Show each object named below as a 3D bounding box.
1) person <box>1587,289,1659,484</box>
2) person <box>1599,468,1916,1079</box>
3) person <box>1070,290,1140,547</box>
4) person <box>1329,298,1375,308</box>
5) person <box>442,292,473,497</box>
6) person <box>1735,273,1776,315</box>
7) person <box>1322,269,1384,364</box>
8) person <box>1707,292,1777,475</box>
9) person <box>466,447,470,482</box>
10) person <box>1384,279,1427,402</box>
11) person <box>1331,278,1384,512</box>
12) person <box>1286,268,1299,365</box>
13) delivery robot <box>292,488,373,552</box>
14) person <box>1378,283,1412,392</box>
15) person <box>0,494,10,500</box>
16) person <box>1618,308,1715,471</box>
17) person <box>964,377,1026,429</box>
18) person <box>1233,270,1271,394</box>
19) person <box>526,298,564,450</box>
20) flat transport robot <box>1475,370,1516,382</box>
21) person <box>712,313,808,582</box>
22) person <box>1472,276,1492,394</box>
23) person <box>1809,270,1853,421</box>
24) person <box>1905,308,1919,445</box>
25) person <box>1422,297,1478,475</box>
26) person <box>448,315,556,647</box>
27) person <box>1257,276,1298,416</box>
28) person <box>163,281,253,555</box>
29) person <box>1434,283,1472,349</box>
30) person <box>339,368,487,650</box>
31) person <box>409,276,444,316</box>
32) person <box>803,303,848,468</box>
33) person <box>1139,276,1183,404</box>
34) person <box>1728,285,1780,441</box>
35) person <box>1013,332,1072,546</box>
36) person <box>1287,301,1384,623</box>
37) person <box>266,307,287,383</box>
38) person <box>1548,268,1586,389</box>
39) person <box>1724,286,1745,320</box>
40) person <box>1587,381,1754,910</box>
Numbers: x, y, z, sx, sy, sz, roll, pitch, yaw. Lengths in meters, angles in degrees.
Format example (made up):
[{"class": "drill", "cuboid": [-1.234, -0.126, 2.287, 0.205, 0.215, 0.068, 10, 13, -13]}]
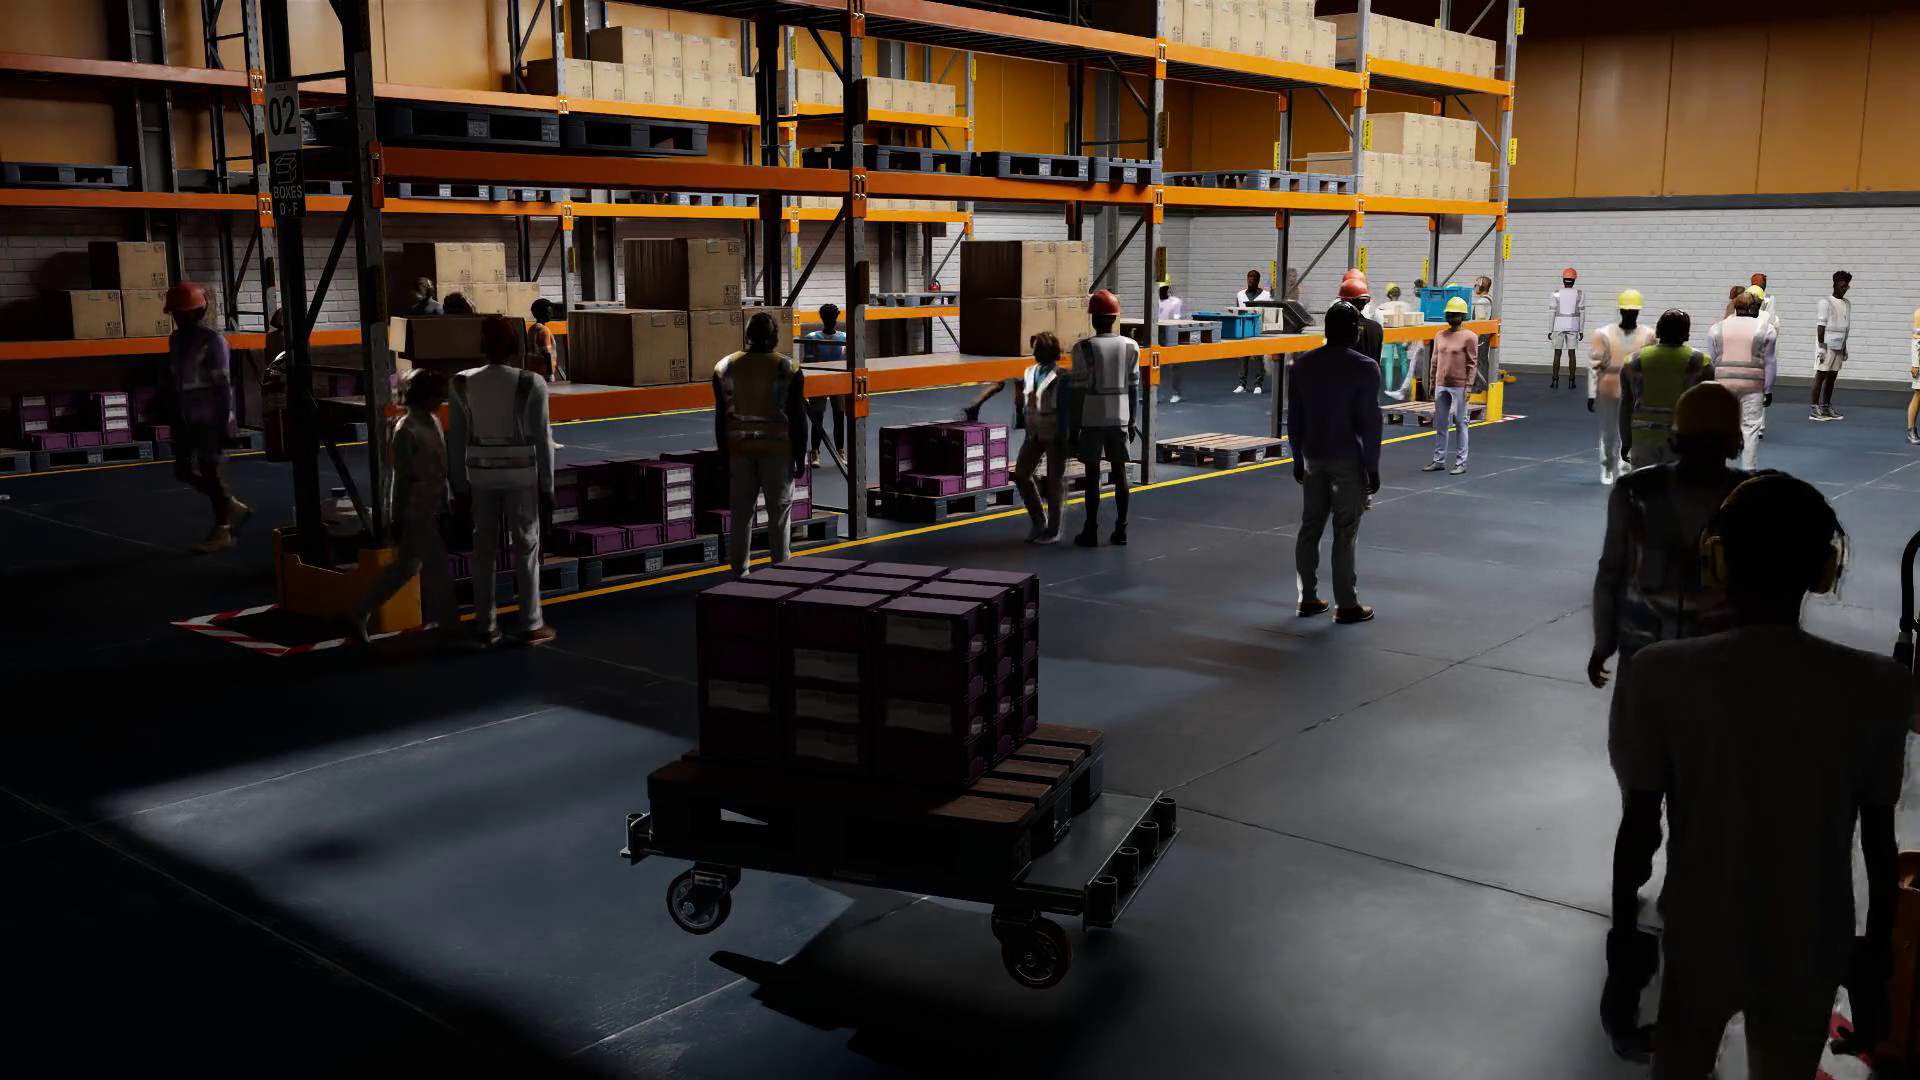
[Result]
[{"class": "person", "cuboid": [6.197, -1.406, 15.580, 0.592, 1.886, 0.970, 3, 11, 19]}, {"class": "person", "cuboid": [1.485, 0.798, 3.121, 0.512, 1.849, 0.437, 3, 10, 18]}, {"class": "person", "cuboid": [1.083, -0.911, 12.578, 0.544, 1.943, 0.347, -3, 10, -16]}, {"class": "person", "cuboid": [5.149, -2.550, 22.139, 0.668, 1.857, 0.984, 7, 12, 34]}, {"class": "person", "cuboid": [-3.923, -0.999, 13.182, 0.640, 1.910, 0.438, 1, 10, 6]}, {"class": "person", "cuboid": [11.734, -2.990, 24.581, 0.580, 1.881, 0.337, 9, 13, 41]}, {"class": "person", "cuboid": [3.931, -1.697, 16.753, 0.608, 2.048, 0.368, 6, 11, 29]}, {"class": "person", "cuboid": [7.454, -1.441, 15.891, 0.625, 1.839, 0.430, 8, 13, 40]}, {"class": "person", "cuboid": [-4.440, -1.070, 14.357, 0.500, 1.633, 0.279, 0, 10, 2]}, {"class": "person", "cuboid": [6.680, -2.867, 24.084, 0.952, 1.811, 0.504, 3, 11, 19]}, {"class": "person", "cuboid": [3.344, -1.225, 14.210, 0.608, 1.996, 0.382, -7, 12, -37]}, {"class": "person", "cuboid": [6.236, -4.285, 31.943, 0.682, 1.876, 0.543, -8, 13, -38]}, {"class": "delivery robot", "cuboid": [-4.392, -0.127, 11.791, 0.707, 0.478, 0.477, 6, 12, 32]}, {"class": "person", "cuboid": [6.745, -3.116, 25.796, 0.548, 1.705, 0.801, 3, 10, 16]}, {"class": "person", "cuboid": [-8.810, -1.228, 14.393, 0.630, 1.964, 0.930, 8, 13, 39]}, {"class": "person", "cuboid": [4.878, -0.673, 11.506, 0.625, 1.844, 0.429, 7, 12, 33]}, {"class": "person", "cuboid": [0.526, -2.296, 20.604, 0.869, 1.901, 0.543, -5, 11, -27]}, {"class": "person", "cuboid": [4.549, -3.226, 25.844, 0.587, 1.913, 0.391, 5, 11, 29]}, {"class": "person", "cuboid": [-4.680, -1.853, 18.637, 0.321, 1.695, 0.530, -7, 12, -33]}, {"class": "flat transport robot", "cuboid": [8.500, -2.727, 27.669, 1.431, 0.197, 0.652, -6, 11, -29]}, {"class": "person", "cuboid": [-1.299, -0.570, 10.947, 0.628, 1.837, 0.429, 2, 10, 9]}, {"class": "person", "cuboid": [7.682, -2.961, 24.522, 0.345, 1.846, 0.508, 6, 12, 31]}, {"class": "person", "cuboid": [11.461, -2.550, 21.849, 0.603, 1.962, 0.372, -6, 11, -30]}, {"class": "person", "cuboid": [11.175, -2.047, 19.055, 0.552, 1.935, 0.370, -2, 10, -11]}, {"class": "person", "cuboid": [4.924, -1.542, 16.659, 0.300, 1.772, 0.524, -8, 12, -37]}, {"class": "person", "cuboid": [-2.576, -0.325, 9.404, 0.584, 1.882, 0.339, 0, 10, 2]}, {"class": "person", "cuboid": [4.347, -2.655, 22.630, 0.619, 1.918, 0.855, 8, 13, 39]}, {"class": "person", "cuboid": [-5.586, -0.898, 12.298, 0.657, 2.013, 0.553, 7, 12, 33]}, {"class": "person", "cuboid": [6.892, -2.713, 23.344, 0.533, 1.765, 0.322, 3, 10, 15]}, {"class": "person", "cuboid": [-3.101, -0.163, 9.292, 0.780, 1.608, 0.524, 0, 10, -2]}, {"class": "person", "cuboid": [-5.970, -1.981, 18.677, 0.635, 1.937, 0.361, 7, 12, 34]}, {"class": "person", "cuboid": [-1.348, -1.584, 17.112, 0.532, 1.696, 0.315, -3, 10, -15]}, {"class": "person", "cuboid": [2.943, -2.891, 24.048, 0.589, 1.879, 0.993, 6, 12, 33]}, {"class": "person", "cuboid": [9.257, -2.066, 19.503, 0.591, 1.823, 0.405, 4, 11, 22]}, {"class": "person", "cuboid": [0.630, -0.759, 12.589, 0.396, 1.621, 0.543, -8, 13, -39]}, {"class": "person", "cuboid": [2.270, -0.467, 10.055, 0.359, 1.938, 0.635, -9, 14, -43]}, {"class": "person", "cuboid": [-7.267, -1.688, 17.912, 0.495, 1.624, 0.285, 6, 12, 31]}, {"class": "person", "cuboid": [9.757, -3.403, 26.774, 0.552, 1.936, 0.358, 3, 10, 17]}, {"class": "person", "cuboid": [12.713, -3.358, 27.374, 0.310, 1.636, 0.523, 7, 12, 33]}, {"class": "person", "cuboid": [2.457, 0.368, 5.634, 0.621, 1.817, 0.429, 5, 11, 28]}]
